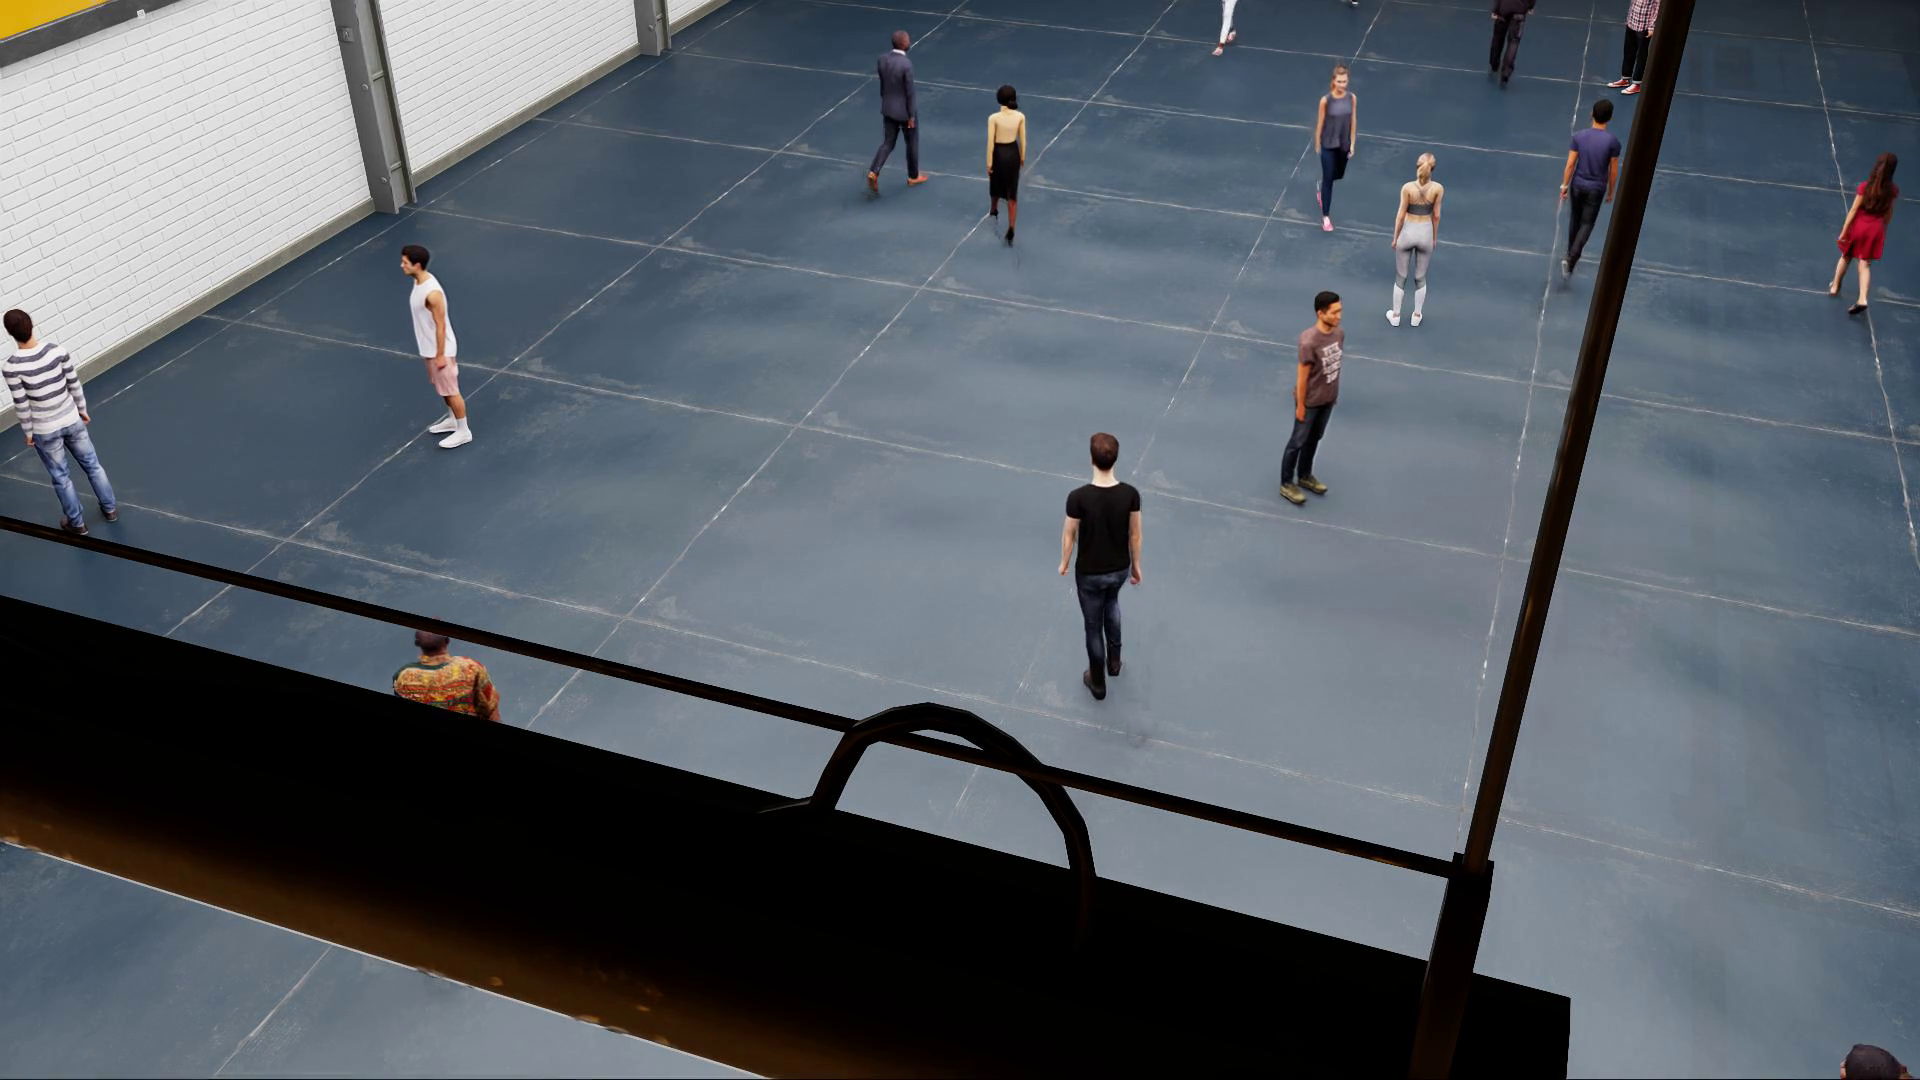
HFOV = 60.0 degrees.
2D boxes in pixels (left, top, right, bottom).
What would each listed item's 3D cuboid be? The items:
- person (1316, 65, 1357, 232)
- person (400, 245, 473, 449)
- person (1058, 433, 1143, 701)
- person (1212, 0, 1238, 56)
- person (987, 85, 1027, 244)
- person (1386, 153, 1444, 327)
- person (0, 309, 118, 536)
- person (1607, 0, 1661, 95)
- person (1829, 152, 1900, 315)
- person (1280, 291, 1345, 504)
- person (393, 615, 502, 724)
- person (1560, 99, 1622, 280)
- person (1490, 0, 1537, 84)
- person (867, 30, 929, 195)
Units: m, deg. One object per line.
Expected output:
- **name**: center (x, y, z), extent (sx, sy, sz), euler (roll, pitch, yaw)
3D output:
- **person**: center (4.004, -4.240, 17.823), extent (0.890, 1.706, 1.140), euler (-3, 34, -5)
- **person**: center (-4.335, -1.622, 13.812), extent (0.770, 1.786, 0.726), euler (-17, 37, -24)
- **person**: center (0.960, 0.245, 10.925), extent (0.819, 1.872, 0.868), euler (-9, 35, -13)
- **person**: center (3.734, -7.608, 22.914), extent (0.708, 1.678, 1.236), euler (15, 36, 21)
- **person**: center (0.497, -3.898, 17.397), extent (0.942, 1.608, 1.117), euler (-6, 34, -10)
- **person**: center (4.299, -2.832, 15.708), extent (0.601, 1.702, 0.596), euler (4, 34, 6)
- **person**: center (-6.884, -0.898, 12.669), extent (0.776, 1.846, 0.608), euler (26, 42, 34)
- **person**: center (8.789, -6.668, 21.426), extent (0.841, 1.760, 0.747), euler (-10, 35, -15)
- **person**: center (8.741, -2.927, 16.016), extent (0.620, 1.519, 1.067), euler (8, 34, 11)
- **person**: center (2.777, -1.144, 13.102), extent (0.649, 1.776, 0.765), euler (-25, 41, -32)
- **person**: center (-2.885, 1.266, 9.497), extent (1.023, 1.753, 1.290), euler (-2, 34, -4)
- **person**: center (6.240, -3.468, 16.610), extent (0.803, 1.764, 1.142), euler (19, 38, 26)
- **person**: center (7.216, -6.888, 21.722), extent (0.702, 1.801, 1.130), euler (12, 35, 17)
- **person**: center (-0.734, -4.727, 18.476), extent (0.953, 1.795, 1.199), euler (27, 42, 34)
